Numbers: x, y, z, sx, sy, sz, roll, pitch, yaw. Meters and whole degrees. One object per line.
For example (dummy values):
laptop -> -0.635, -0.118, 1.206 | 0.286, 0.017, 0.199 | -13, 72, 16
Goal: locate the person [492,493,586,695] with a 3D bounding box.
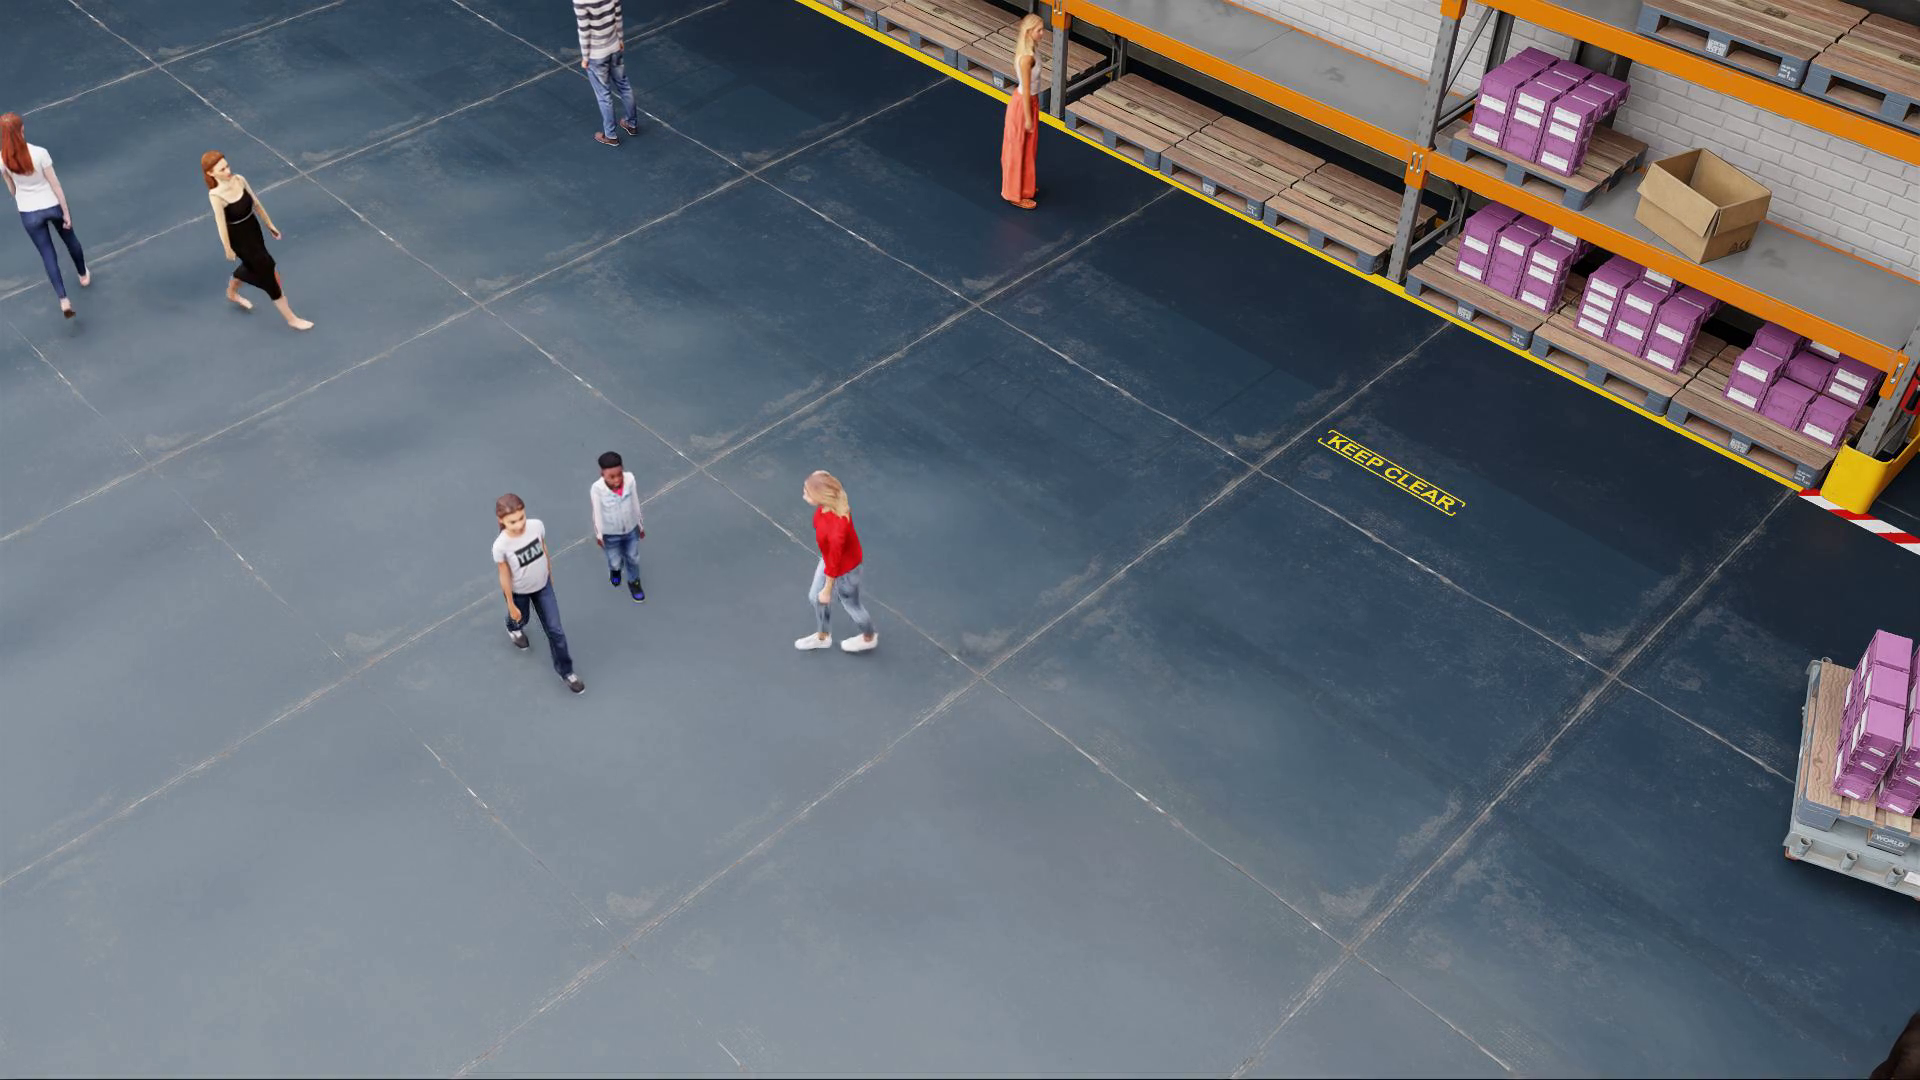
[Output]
person -> -2.831, 0.265, 10.732 | 0.574, 1.528, 1.063 | -30, 51, -28

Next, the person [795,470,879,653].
person -> -0.684, 0.173, 10.721 | 0.896, 1.676, 0.864 | -6, 44, -7

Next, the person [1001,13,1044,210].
person -> 0.573, -3.840, 14.840 | 0.764, 1.805, 0.733 | 8, 44, 8

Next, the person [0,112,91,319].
person -> -7.522, -2.633, 13.644 | 0.835, 1.706, 1.183 | -18, 46, -18

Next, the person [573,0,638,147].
person -> -3.348, -4.613, 15.616 | 0.518, 1.853, 0.640 | 34, 53, 30

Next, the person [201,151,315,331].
person -> -5.889, -2.459, 13.553 | 1.169, 1.580, 0.949 | 10, 44, 10

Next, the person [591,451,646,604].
person -> -2.342, -0.135, 11.350 | 0.578, 1.254, 0.669 | -17, 46, -17
